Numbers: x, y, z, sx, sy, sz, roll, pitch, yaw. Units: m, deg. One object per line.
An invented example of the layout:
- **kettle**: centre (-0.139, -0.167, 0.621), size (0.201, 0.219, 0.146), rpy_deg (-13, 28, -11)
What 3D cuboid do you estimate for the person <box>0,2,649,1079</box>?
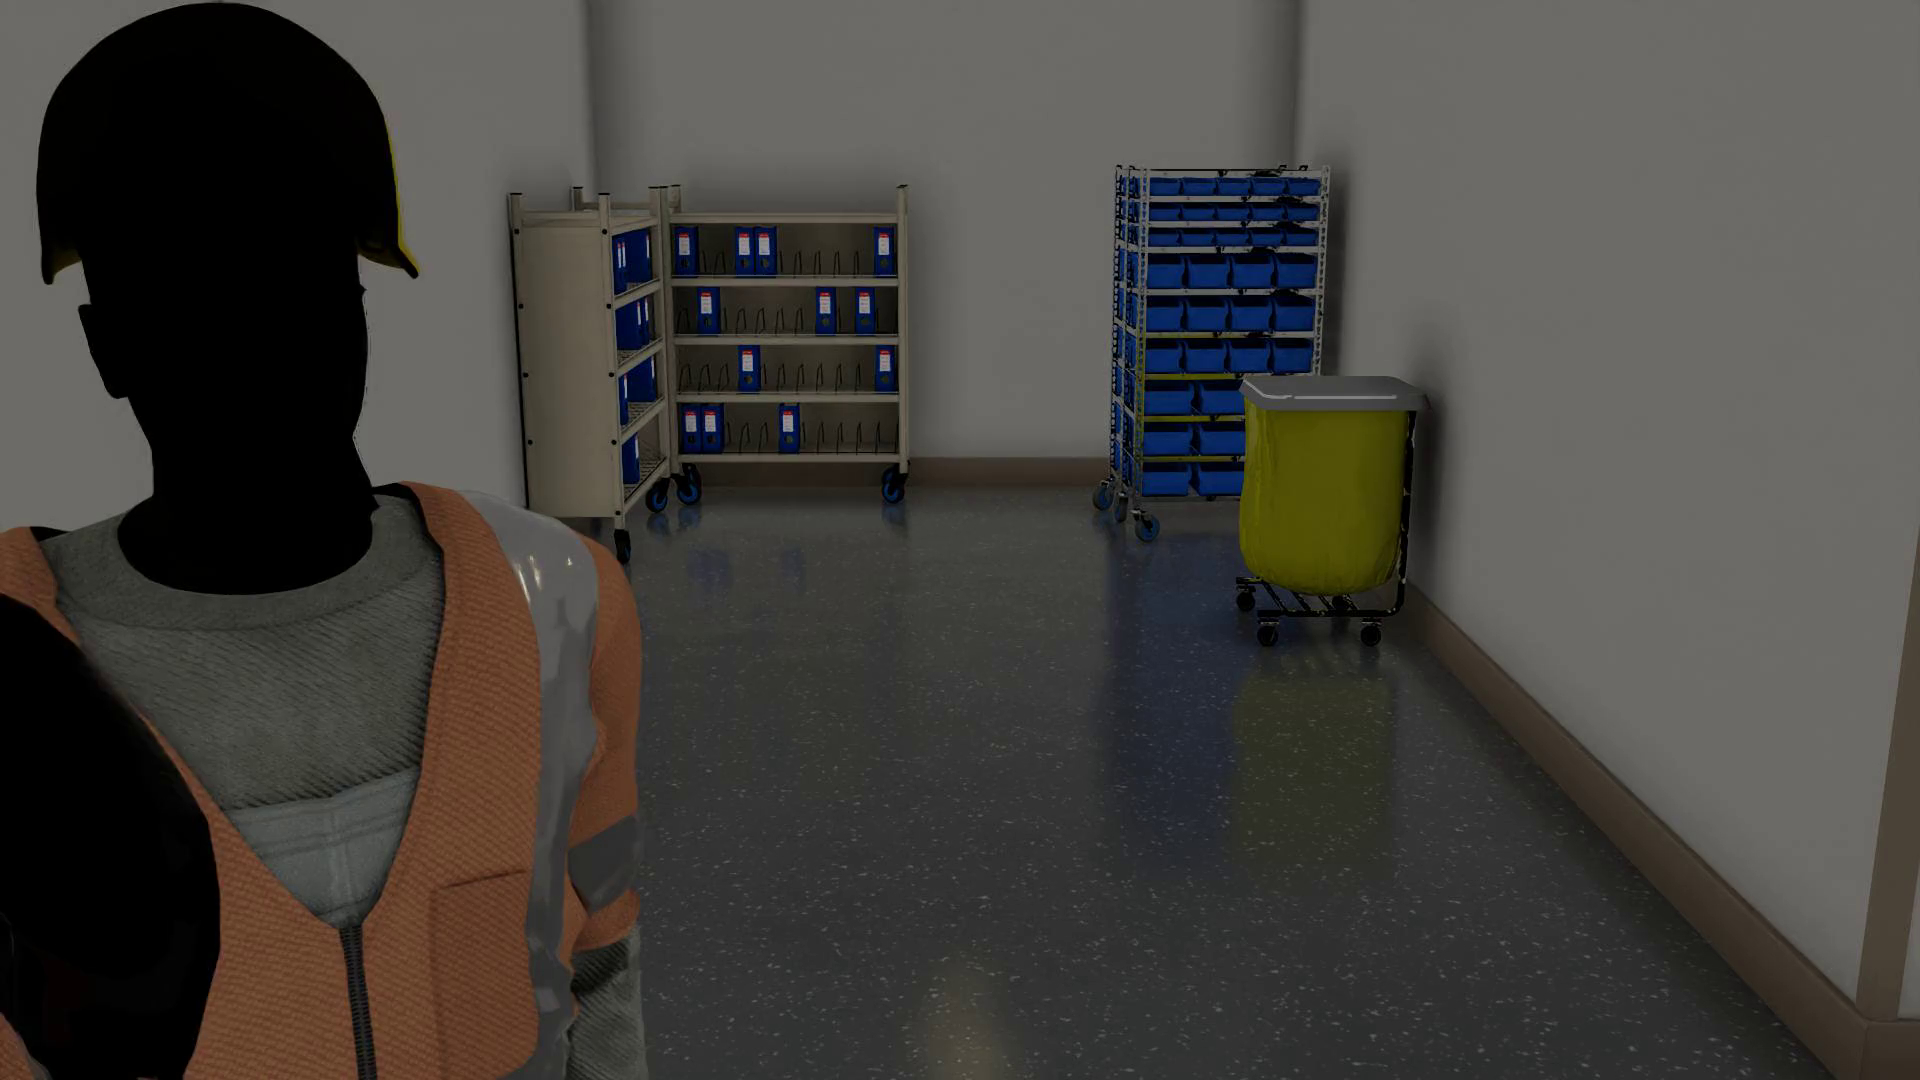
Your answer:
- **person**: centre (-0.460, 0.609, 1.225), size (0.592, 1.925, 0.385), rpy_deg (-11, 17, -39)
